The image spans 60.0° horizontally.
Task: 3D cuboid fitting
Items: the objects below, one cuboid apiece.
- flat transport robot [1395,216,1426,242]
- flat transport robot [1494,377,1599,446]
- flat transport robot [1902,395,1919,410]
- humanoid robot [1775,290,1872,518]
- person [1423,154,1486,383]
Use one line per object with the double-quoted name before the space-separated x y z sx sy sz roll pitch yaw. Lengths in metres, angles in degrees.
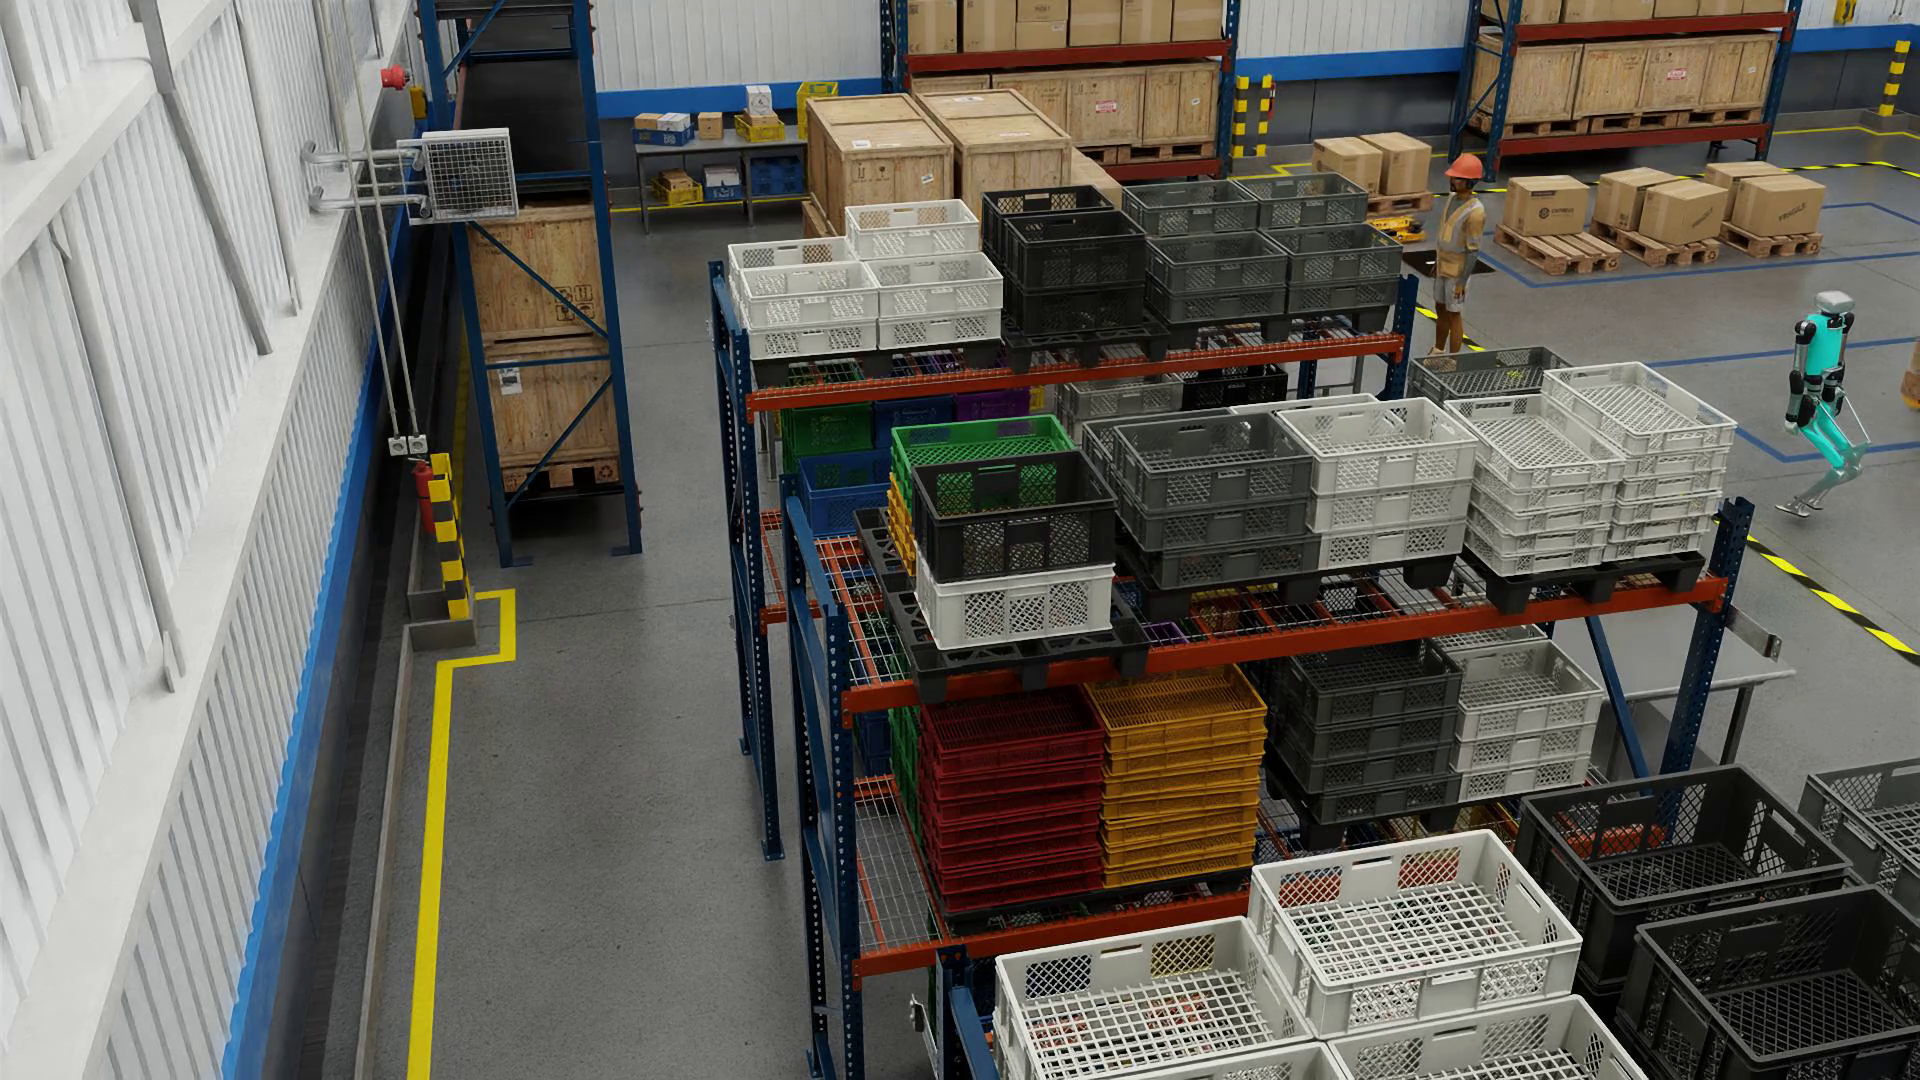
"flat transport robot" 4.671 -3.710 19.056 0.652 0.197 1.431 -9 29 -16
"flat transport robot" 4.780 -1.036 14.013 0.659 0.231 1.431 -6 28 -12
"flat transport robot" 8.706 -1.013 13.939 0.652 0.197 1.431 -6 28 -12
"humanoid robot" 6.371 -0.935 12.102 0.533 1.677 0.735 -14 31 -25
"person" 4.336 -2.394 14.684 0.366 2.048 0.605 -4 28 -8
